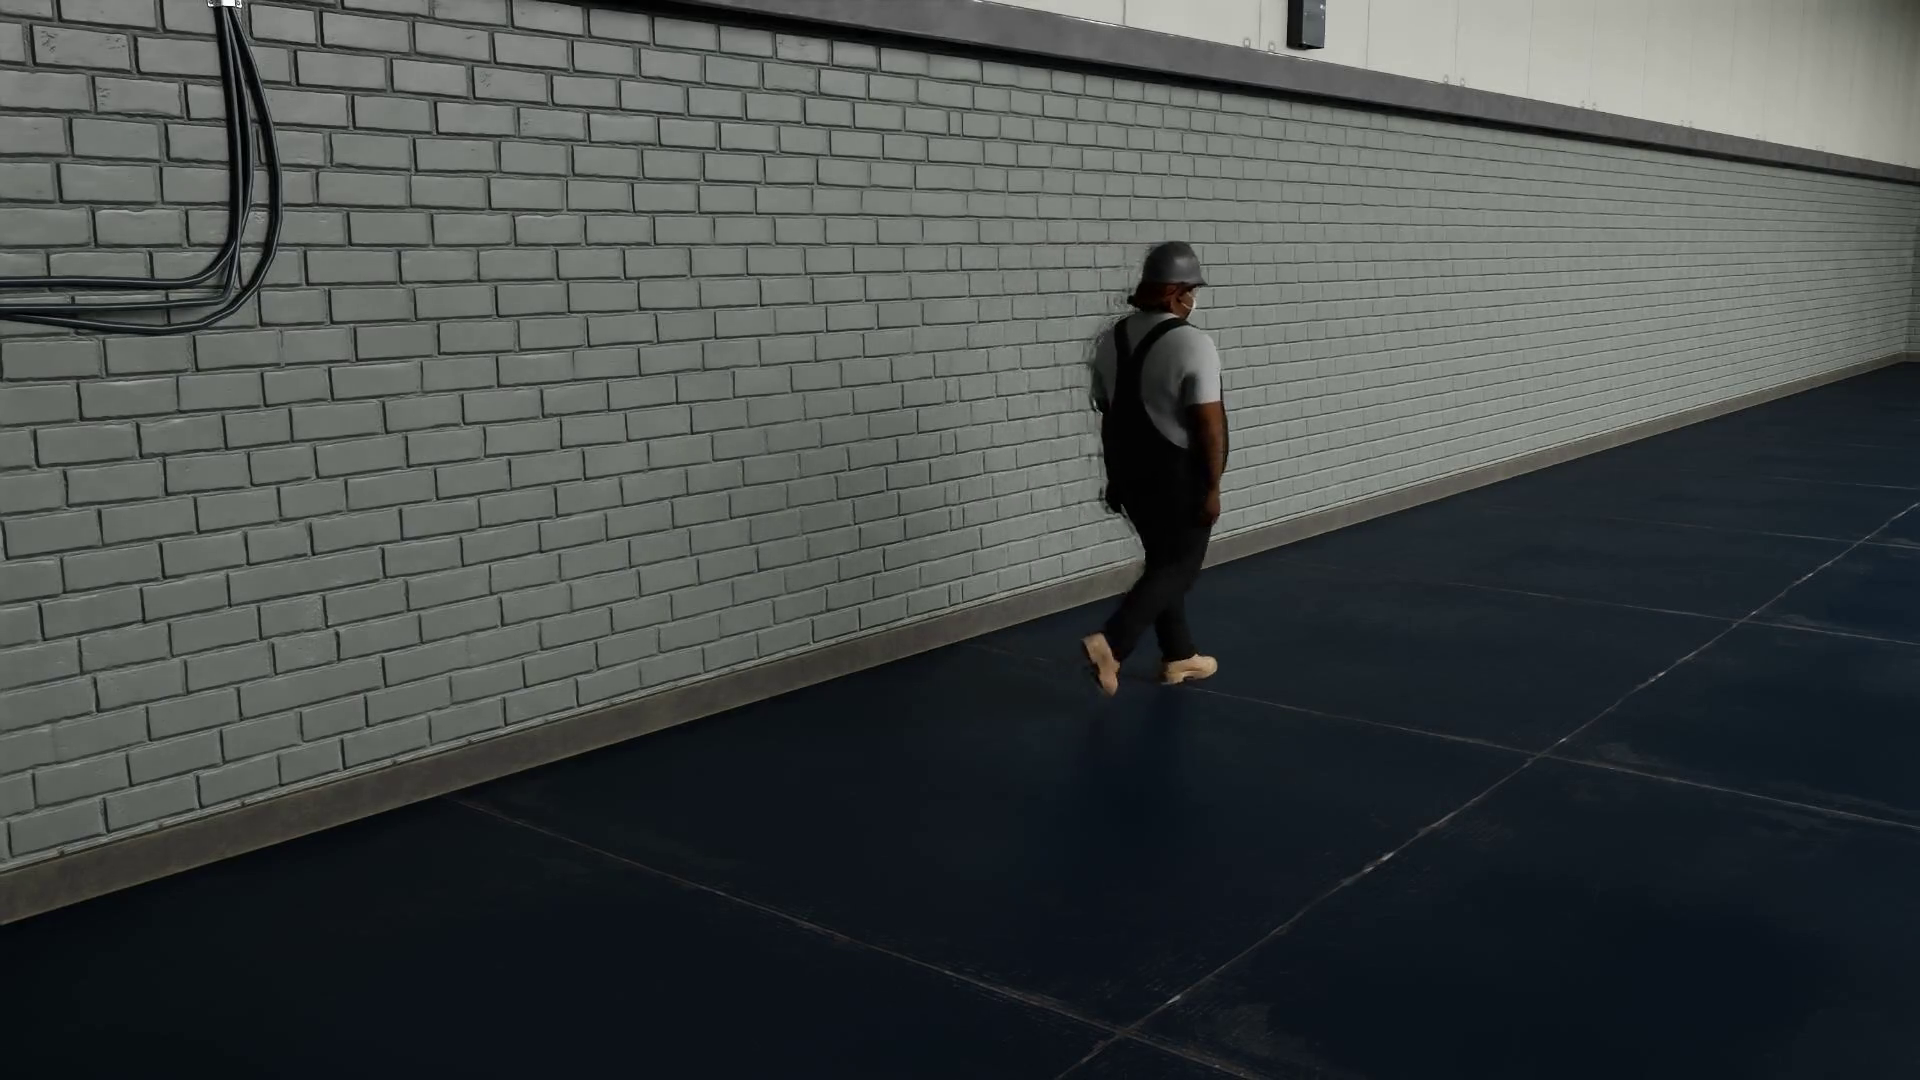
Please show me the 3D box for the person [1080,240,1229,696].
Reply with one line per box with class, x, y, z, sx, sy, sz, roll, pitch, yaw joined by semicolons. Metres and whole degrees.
person;0.853;-0.302;7.303;0.853;2.000;0.686;-7;12;-34
